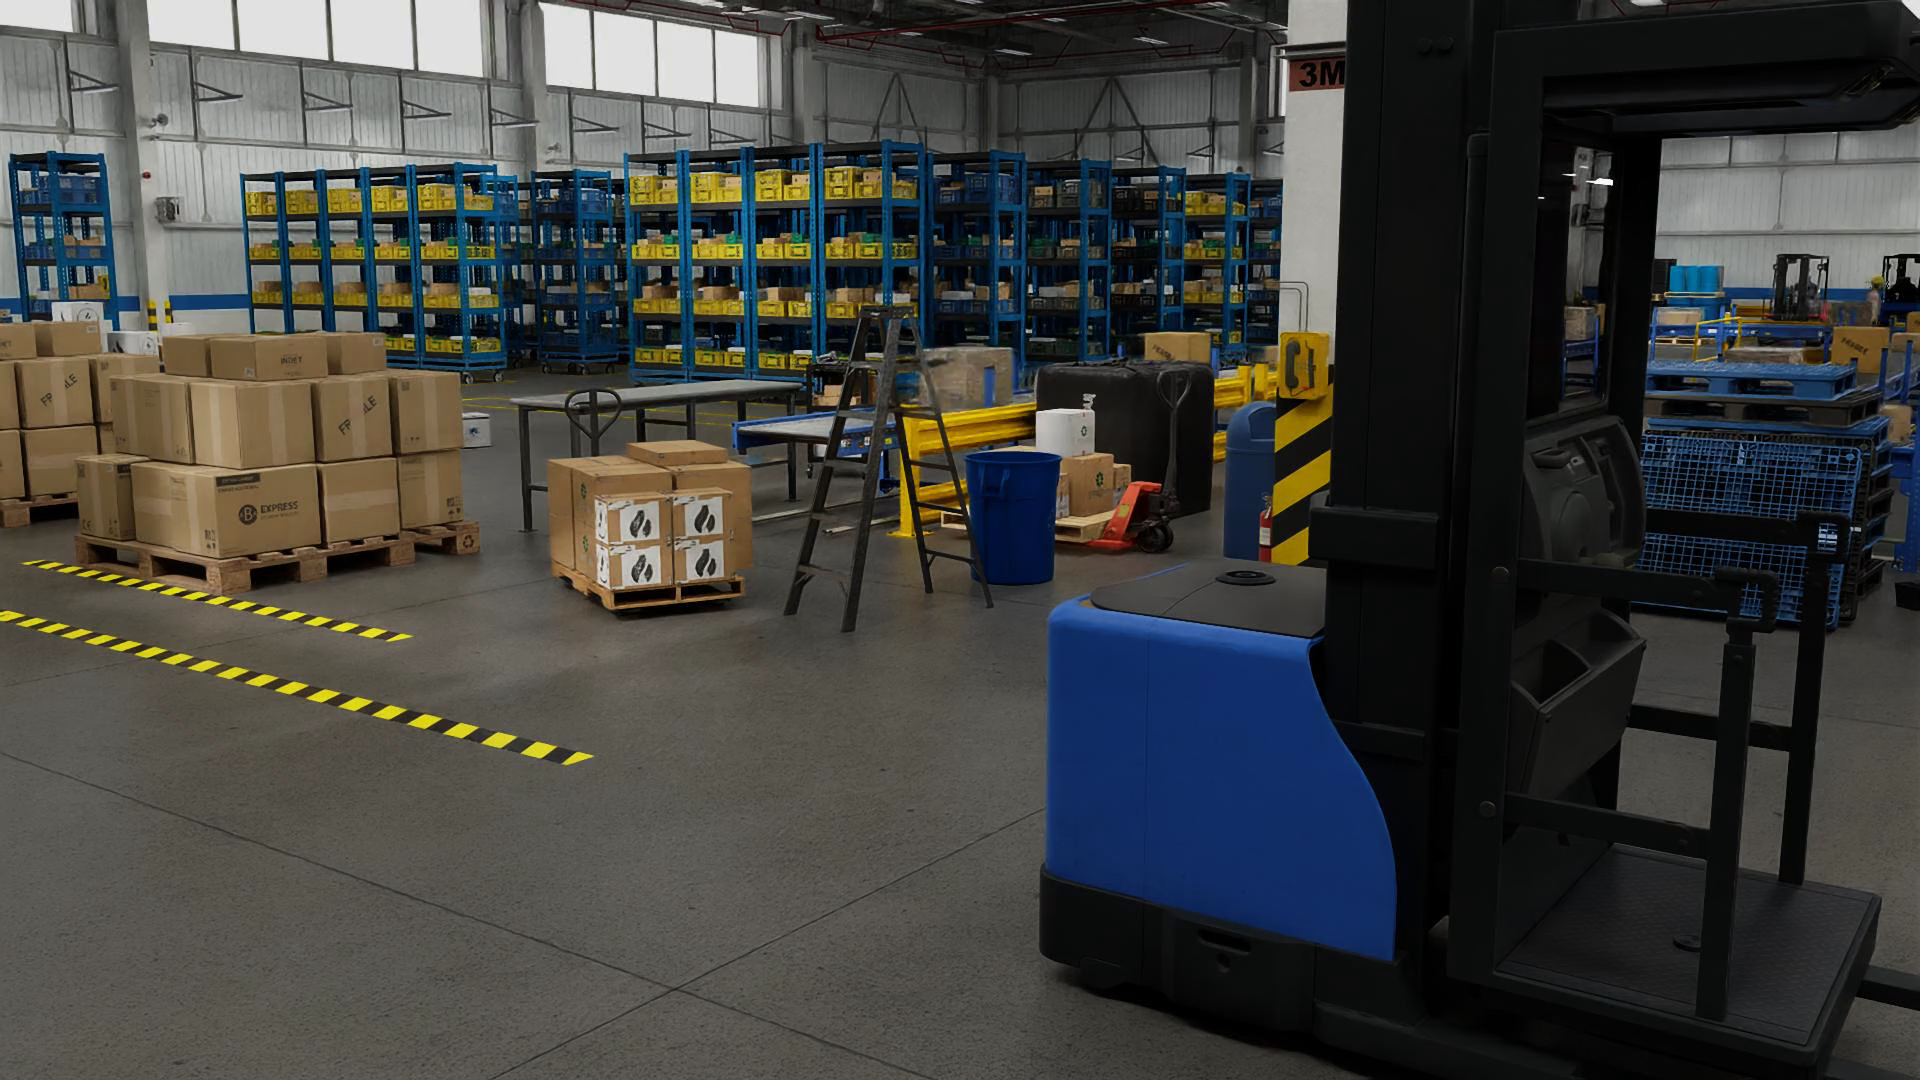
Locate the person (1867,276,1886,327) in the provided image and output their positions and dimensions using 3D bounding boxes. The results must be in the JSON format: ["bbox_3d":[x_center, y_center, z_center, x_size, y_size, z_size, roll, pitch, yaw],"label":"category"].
[{"bbox_3d":[18.097,-4.389,33.091,0.871,1.729,0.525,1,10,6],"label":"person"}]

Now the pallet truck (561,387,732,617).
[{"bbox_3d":[-1.981,-0.274,10.088,0.680,1.201,1.601,-5,11,-28],"label":"pallet truck"}]

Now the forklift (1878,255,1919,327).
[{"bbox_3d":[22.089,-5.634,38.796,1.157,1.987,2.680,6,11,33],"label":"forklift"}]

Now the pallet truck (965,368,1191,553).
[{"bbox_3d":[0.845,-0.609,11.869,1.630,1.274,0.653,7,12,35],"label":"pallet truck"}]

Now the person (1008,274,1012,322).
[{"bbox_3d":[0.984,-4.714,34.861,0.749,1.784,0.669,2,10,10],"label":"person"}]

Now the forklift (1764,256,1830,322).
[{"bbox_3d":[20.253,-5.854,40.139,1.157,1.987,2.680,7,12,35],"label":"forklift"}]

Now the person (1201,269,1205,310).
[{"bbox_3d":[6.279,-6.298,44.233,0.877,1.819,0.583,-8,13,-41],"label":"person"}]

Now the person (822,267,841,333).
[{"bbox_3d":[-2.548,-4.440,32.653,0.647,1.979,0.437,3,10,19],"label":"person"}]

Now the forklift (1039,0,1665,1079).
[{"bbox_3d":[1.249,-0.137,4.360,1.873,2.768,1.129,7,12,35],"label":"forklift"}]
